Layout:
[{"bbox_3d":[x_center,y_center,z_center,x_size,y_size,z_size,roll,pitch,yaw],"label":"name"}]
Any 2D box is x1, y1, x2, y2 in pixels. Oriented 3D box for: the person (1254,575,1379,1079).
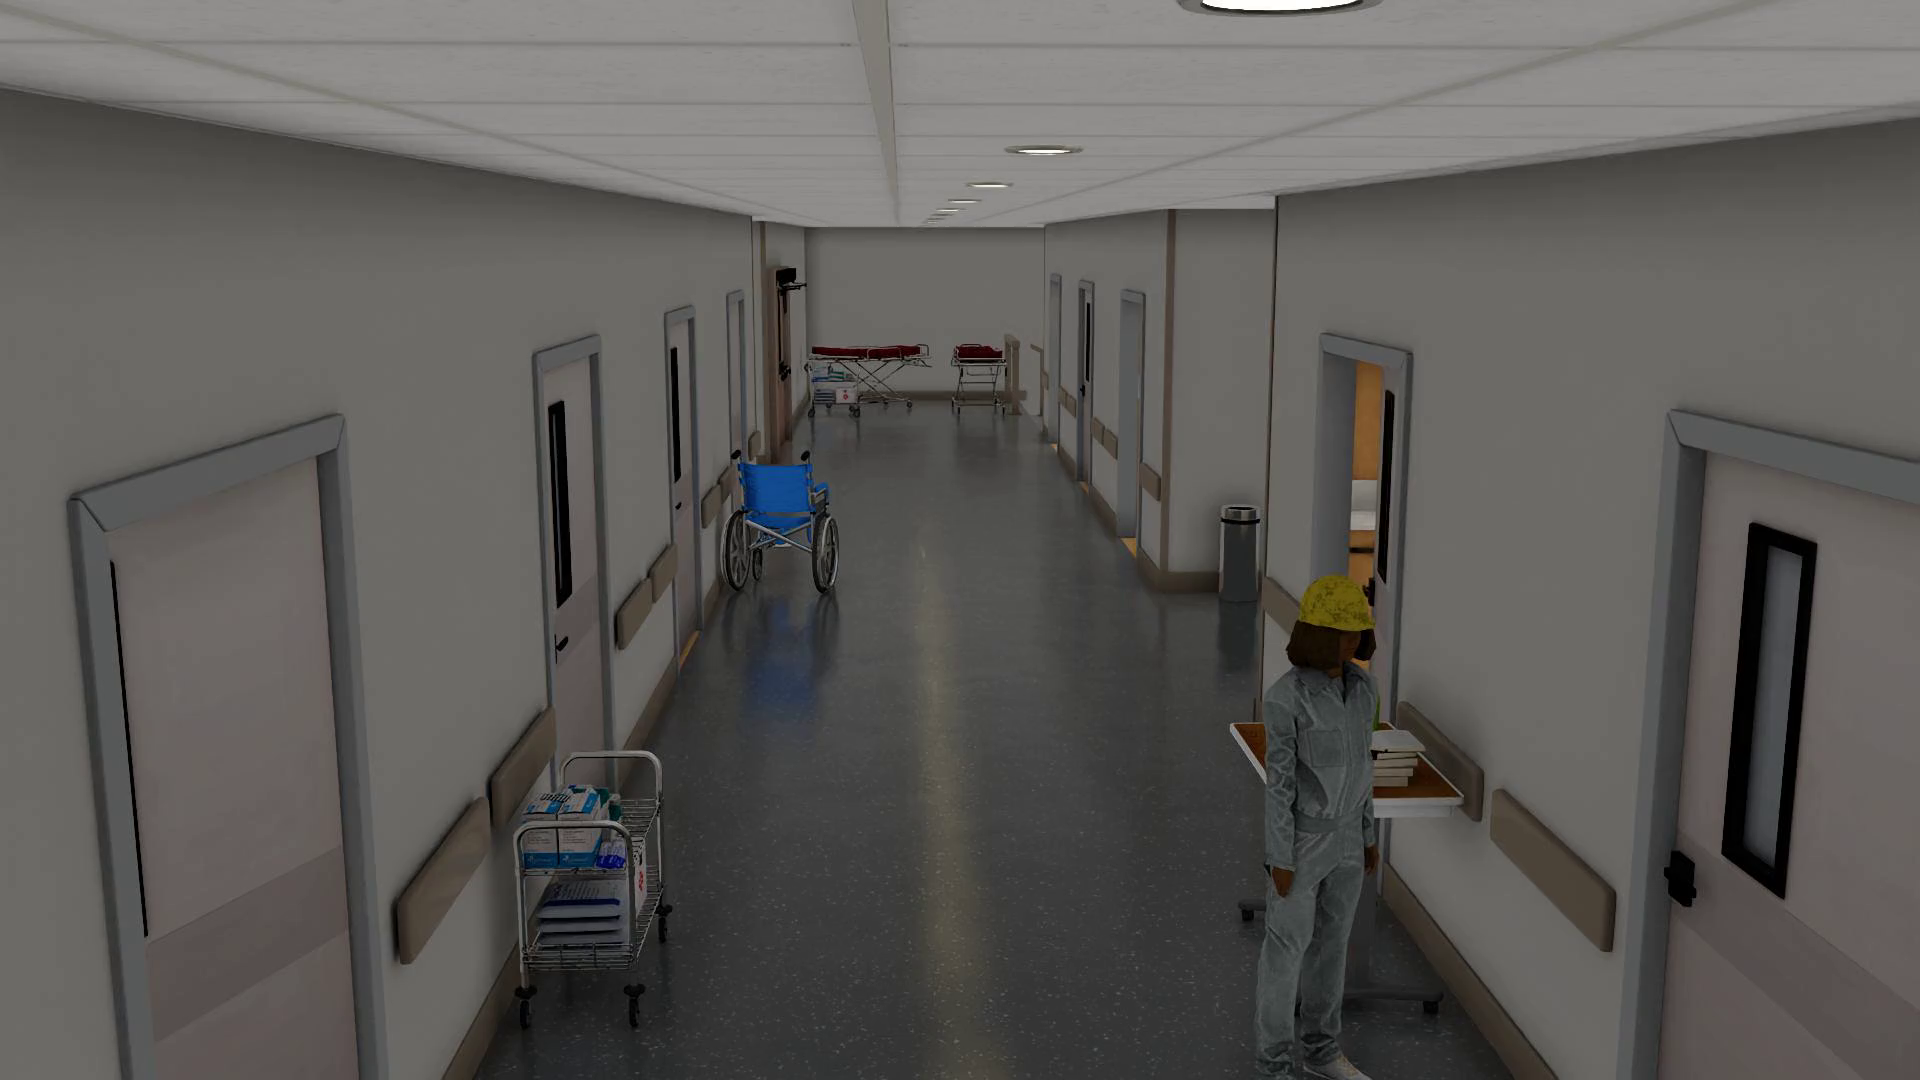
[{"bbox_3d":[1.163,0.967,5.305,0.487,1.744,0.294,-8,13,-38],"label":"person"}]
